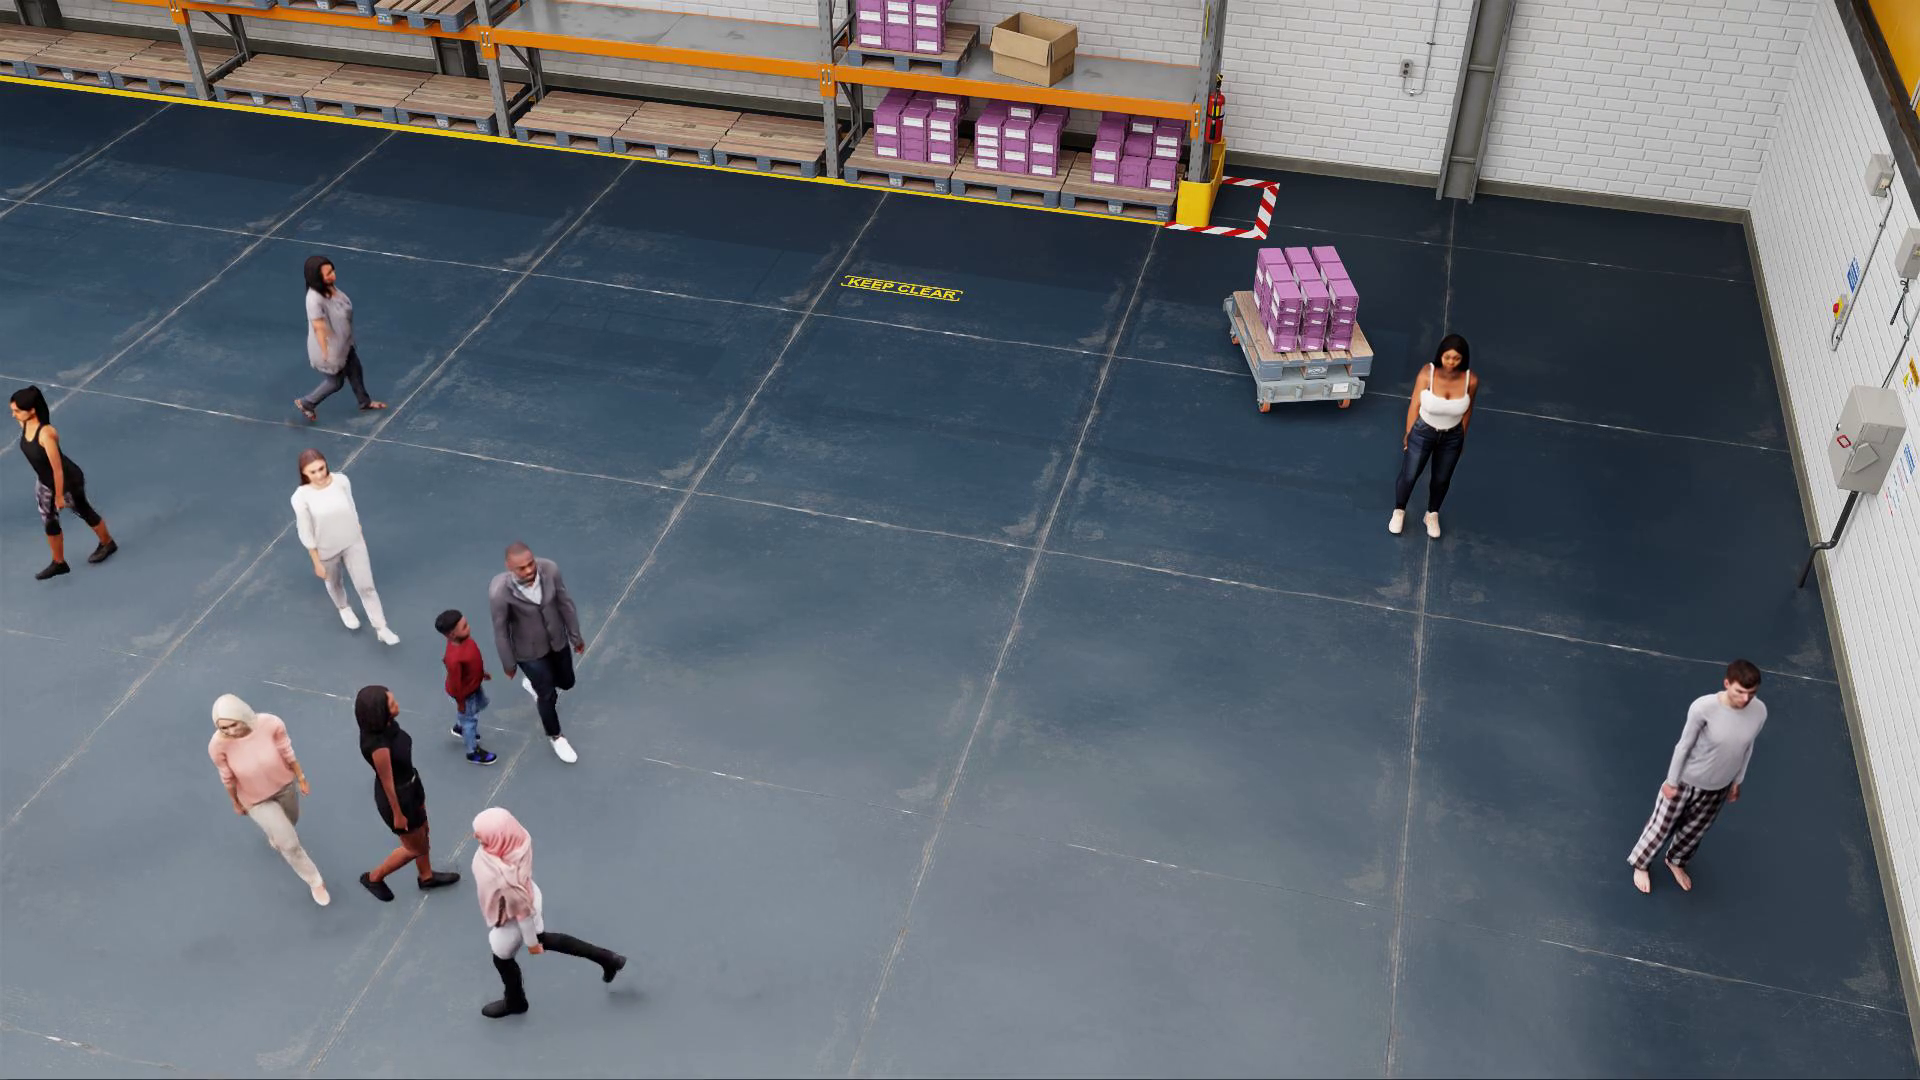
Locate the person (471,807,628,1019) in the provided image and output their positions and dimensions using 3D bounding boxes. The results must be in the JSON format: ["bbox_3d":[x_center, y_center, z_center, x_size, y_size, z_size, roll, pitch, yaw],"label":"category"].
[{"bbox_3d":[-2.386,2.098,9.379,1.206,1.777,0.967,-5,39,-6],"label":"person"}]

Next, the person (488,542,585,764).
[{"bbox_3d":[-2.856,0.671,11.152,0.990,1.795,1.102,-27,46,-30],"label":"person"}]

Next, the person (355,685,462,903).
[{"bbox_3d":[-3.471,1.578,10.068,0.934,1.731,0.828,-12,40,-14],"label":"person"}]

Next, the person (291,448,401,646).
[{"bbox_3d":[-4.579,-0.004,12.107,0.935,1.658,1.072,-29,47,-31],"label":"person"}]

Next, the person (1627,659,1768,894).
[{"bbox_3d":[4.528,1.431,10.158,0.572,1.847,0.741,0,39,0],"label":"person"}]

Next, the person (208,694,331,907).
[{"bbox_3d":[-4.276,1.492,10.211,0.985,1.686,1.114,-27,46,-30],"label":"person"}]

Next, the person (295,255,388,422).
[{"bbox_3d":[-5.483,-1.715,14.308,1.043,1.585,0.849,-5,39,-7],"label":"person"}]

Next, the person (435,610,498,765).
[{"bbox_3d":[-3.391,0.970,11.220,0.641,1.243,0.593,0,39,0],"label":"person"}]

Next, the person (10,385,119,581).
[{"bbox_3d":[-6.820,-0.499,12.737,0.893,1.645,0.839,23,44,26],"label":"person"}]

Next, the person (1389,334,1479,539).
[{"bbox_3d":[3.714,-0.828,13.017,0.560,1.810,0.714,6,39,7],"label":"person"}]
